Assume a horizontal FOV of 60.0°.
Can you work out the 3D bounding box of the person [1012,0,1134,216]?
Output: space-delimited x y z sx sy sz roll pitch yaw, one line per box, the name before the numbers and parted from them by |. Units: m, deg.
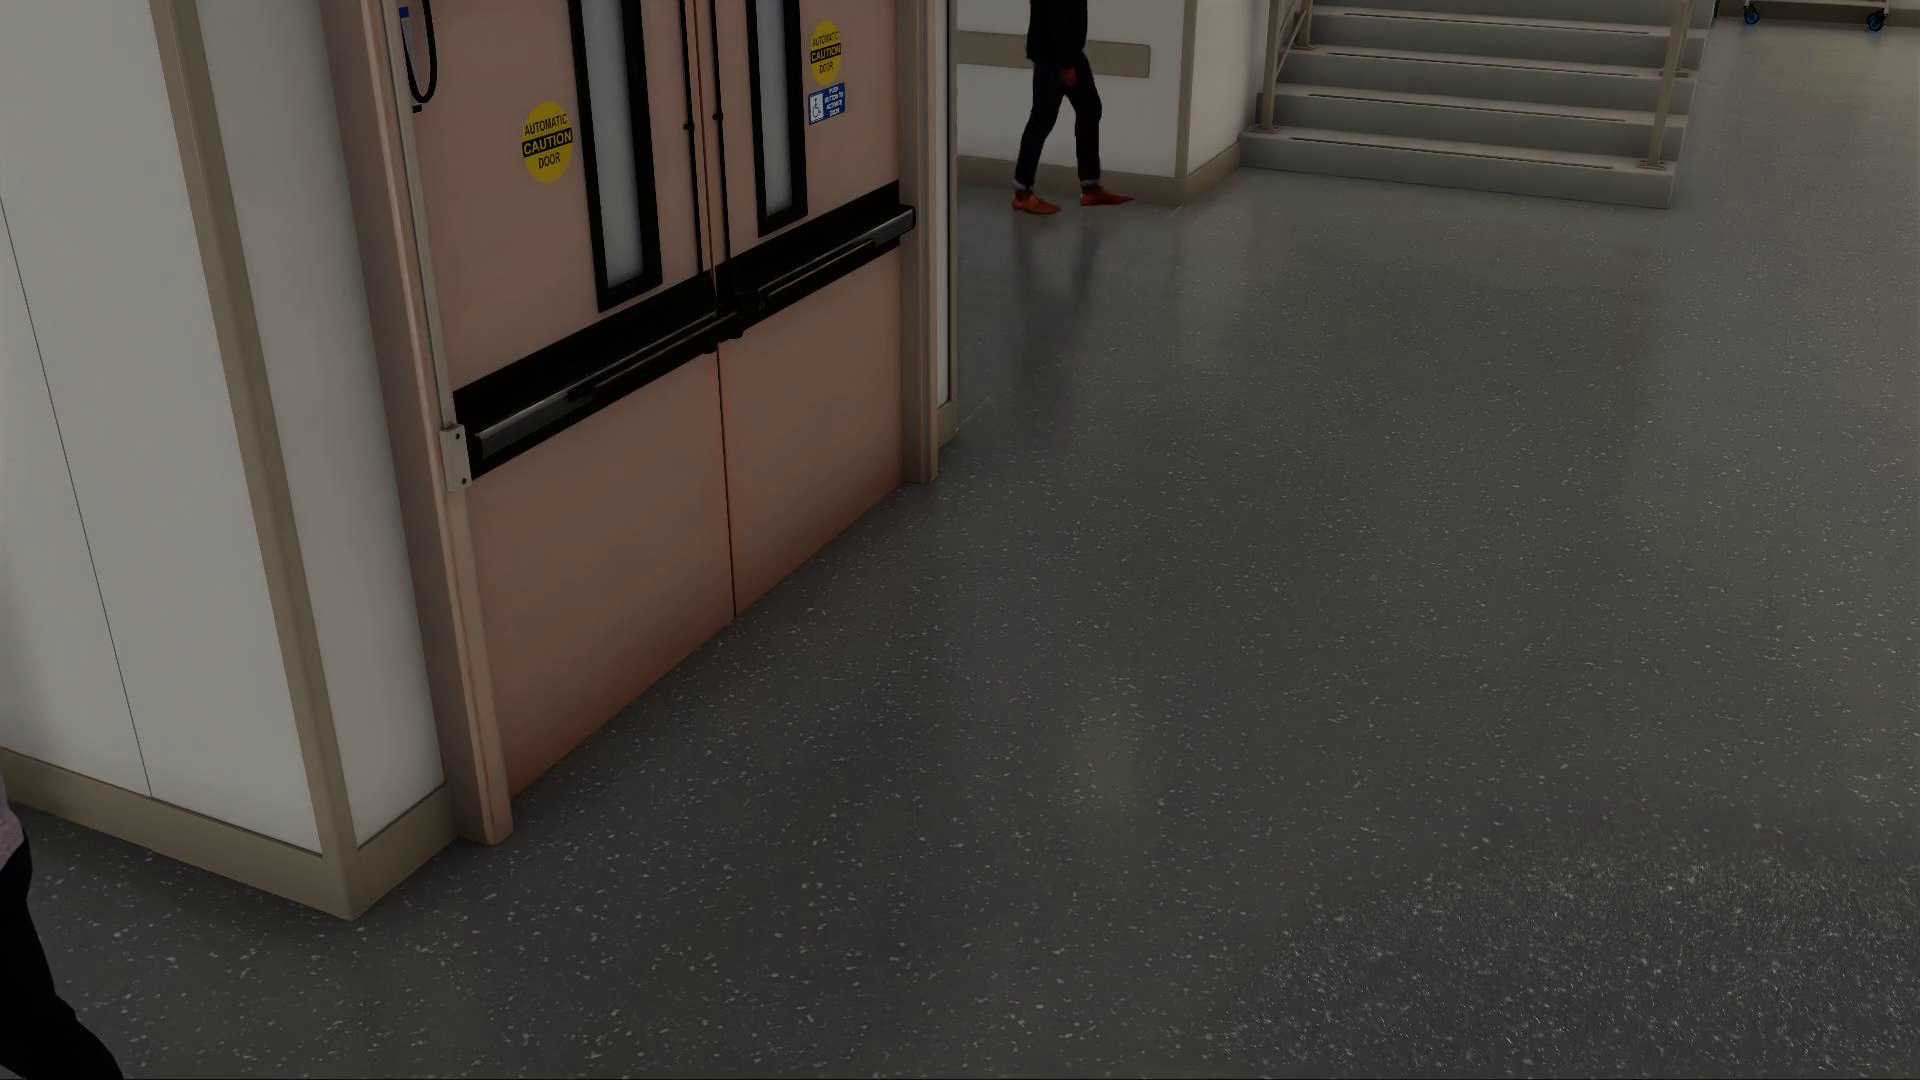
person | 0.460 -2.694 9.223 0.836 1.797 0.864 9 27 18
